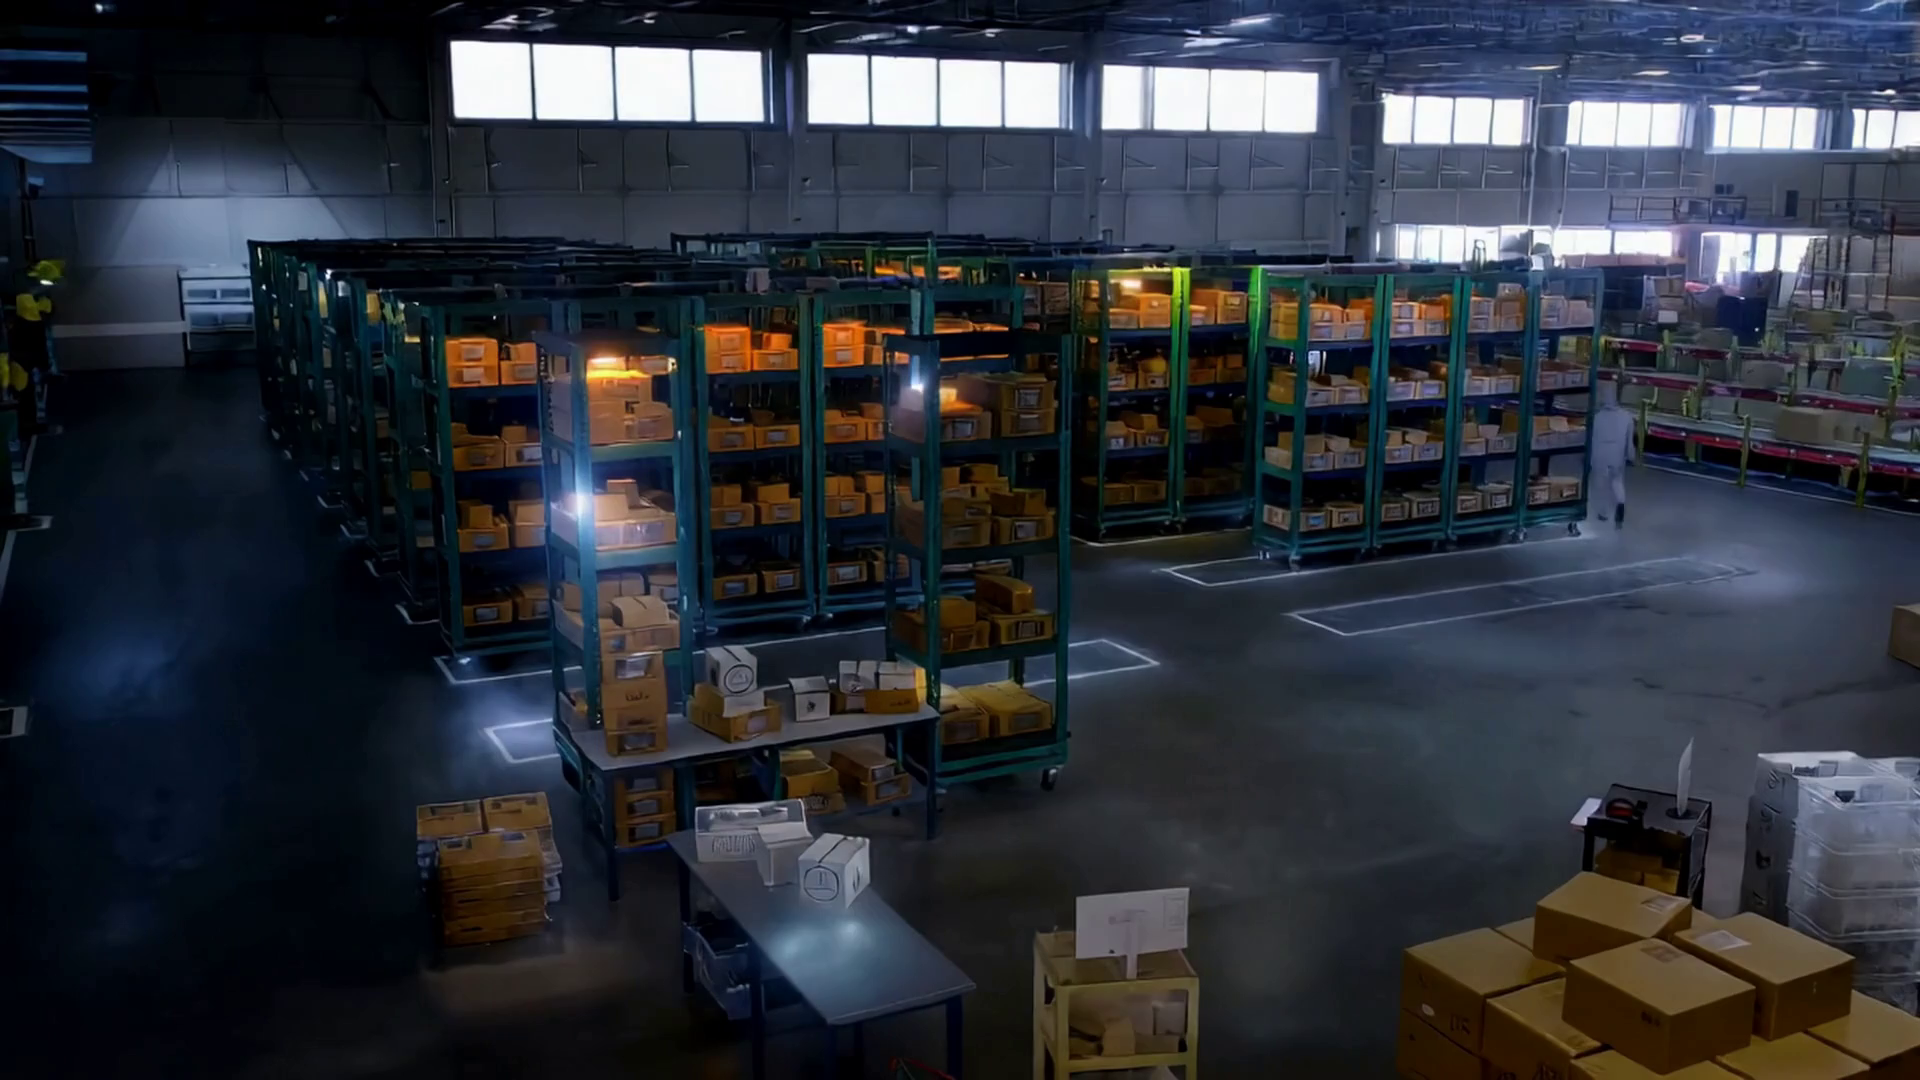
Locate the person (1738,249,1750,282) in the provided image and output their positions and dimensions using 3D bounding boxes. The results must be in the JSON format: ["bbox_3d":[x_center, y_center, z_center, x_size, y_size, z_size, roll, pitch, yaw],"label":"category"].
[{"bbox_3d":[34.850,-11.969,73.874,0.610,1.869,0.419,-6,14,-27],"label":"person"}]

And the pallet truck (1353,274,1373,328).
[{"bbox_3d":[13.011,-8.050,55.243,0.823,1.965,1.885,-7,14,-28],"label":"pallet truck"}]

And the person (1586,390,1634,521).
[{"bbox_3d":[9.099,-1.158,23.296,0.659,1.873,0.660,1,12,3],"label":"person"}]
